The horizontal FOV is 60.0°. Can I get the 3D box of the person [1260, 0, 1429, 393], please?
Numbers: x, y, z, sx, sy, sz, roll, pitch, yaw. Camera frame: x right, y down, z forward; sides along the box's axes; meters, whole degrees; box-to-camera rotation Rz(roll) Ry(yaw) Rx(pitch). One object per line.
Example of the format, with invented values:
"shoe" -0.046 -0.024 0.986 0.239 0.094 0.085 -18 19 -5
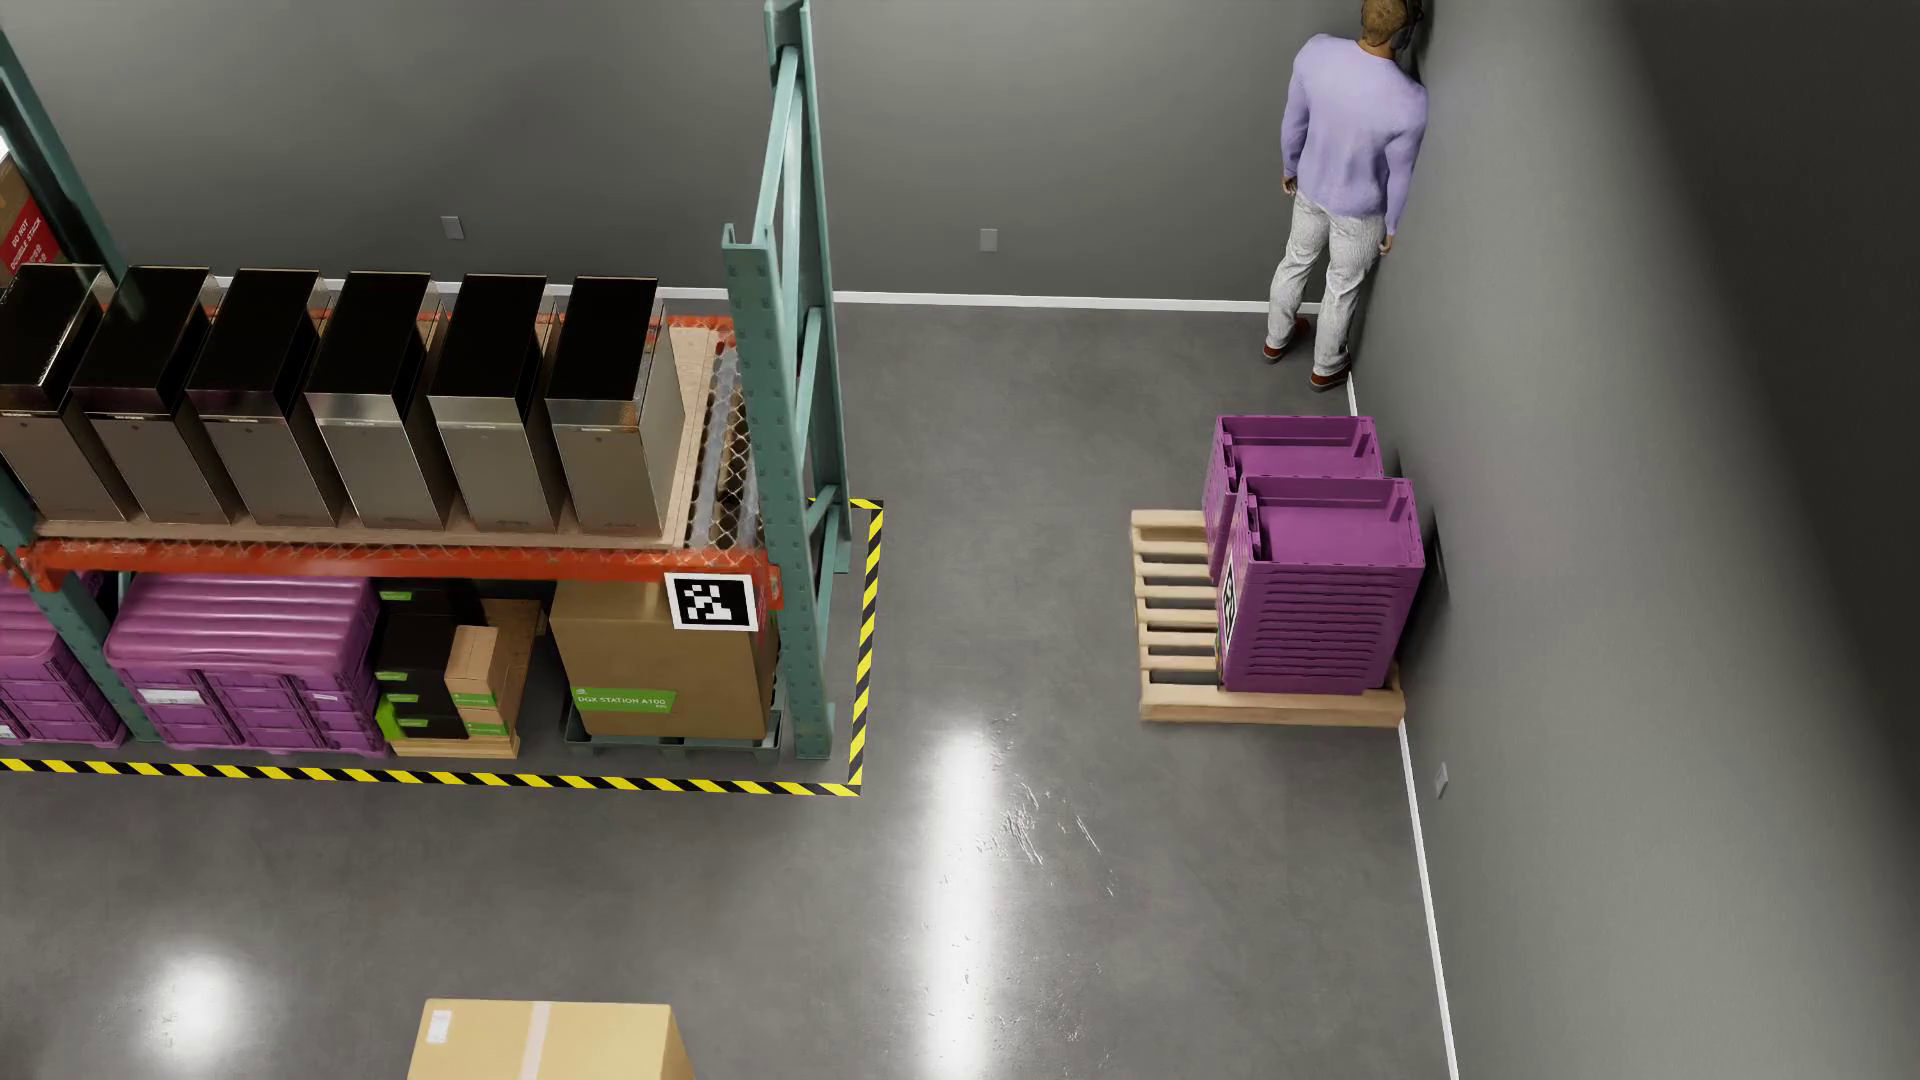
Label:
"person" 1.569 -1.416 6.807 0.353 1.937 0.635 -38 61 -26
